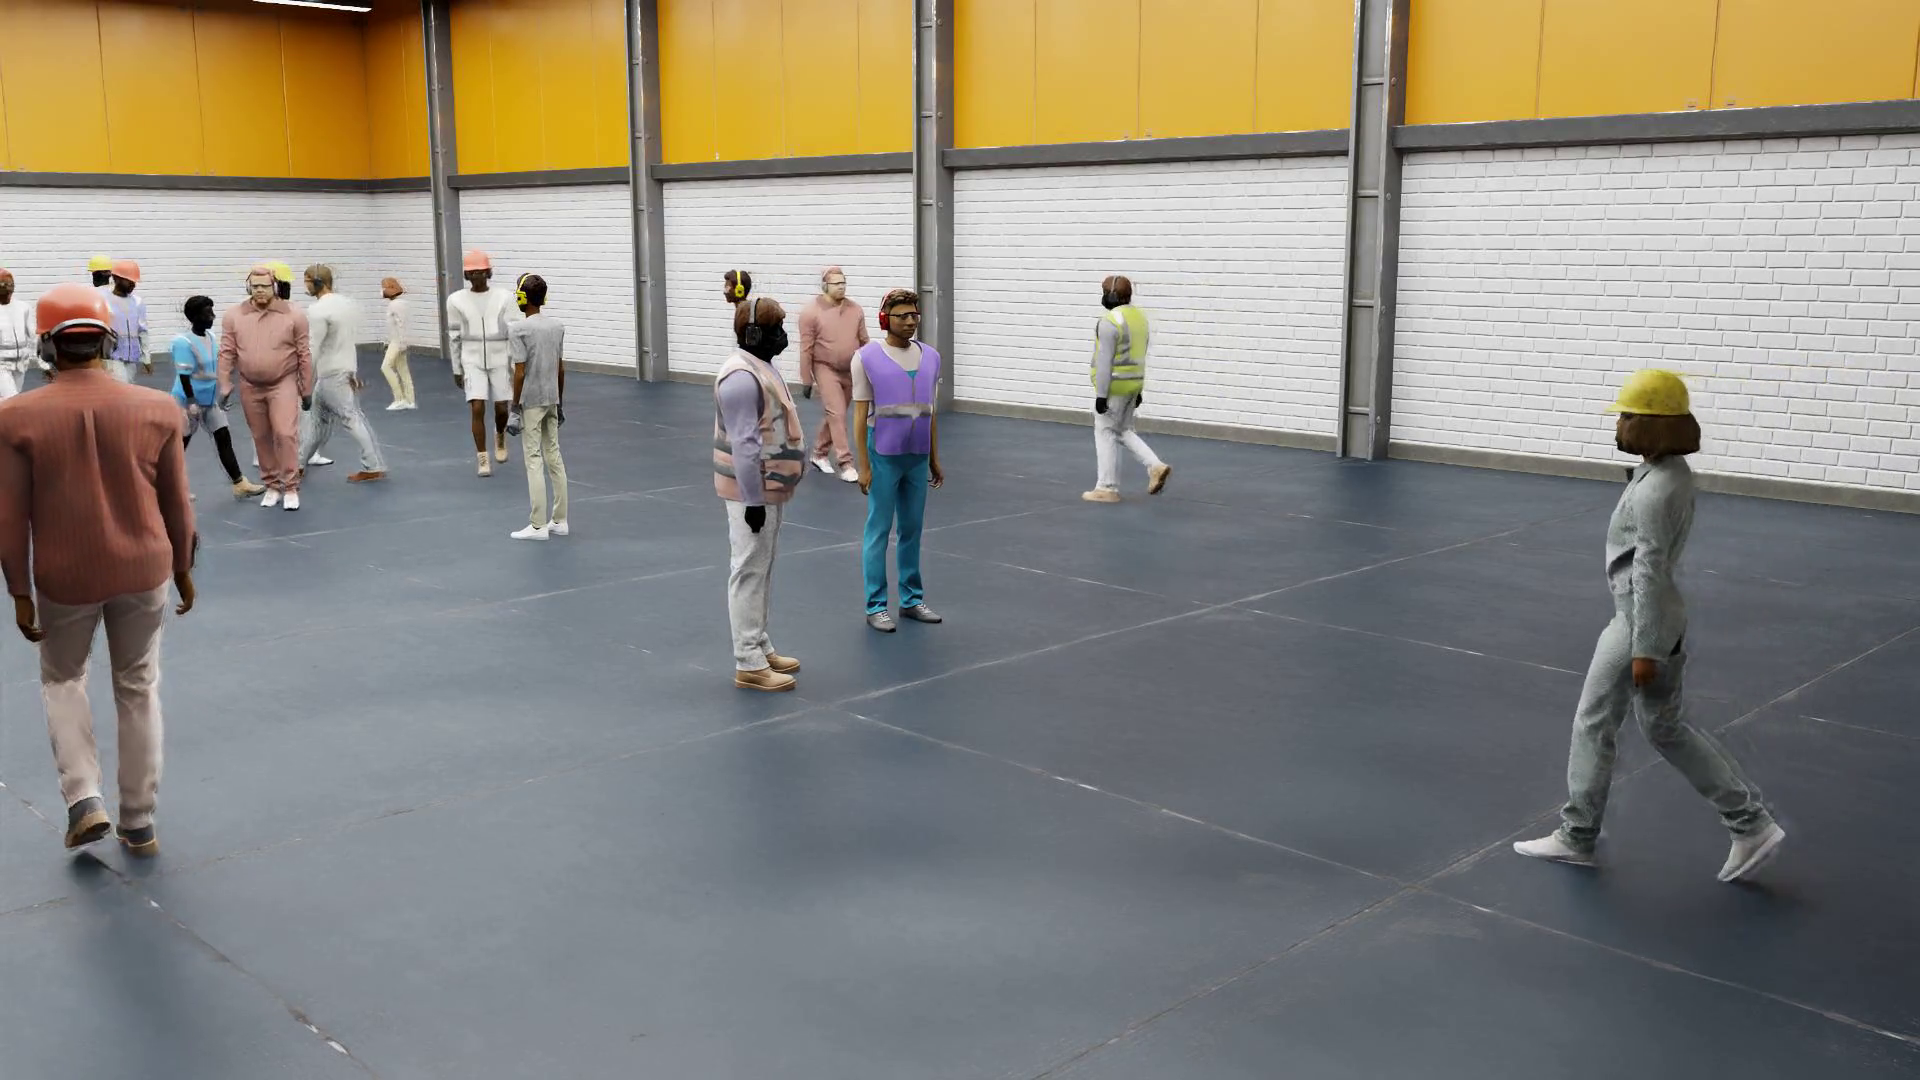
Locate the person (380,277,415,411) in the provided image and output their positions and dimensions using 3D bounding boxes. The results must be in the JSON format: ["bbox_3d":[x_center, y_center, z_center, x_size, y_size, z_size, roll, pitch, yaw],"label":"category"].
[{"bbox_3d":[-6.915,-2.380,20.281,0.500,1.618,0.500,-4,11,-22],"label":"person"}]

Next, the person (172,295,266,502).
[{"bbox_3d":[-6.002,-1.110,13.236,0.857,1.646,0.542,2,11,11],"label":"person"}]

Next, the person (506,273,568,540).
[{"bbox_3d":[-2.983,-0.933,11.700,0.328,1.872,0.513,6,12,28],"label":"person"}]

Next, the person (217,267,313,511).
[{"bbox_3d":[-5.402,-1.157,12.911,0.667,1.881,0.775,-1,10,-7],"label":"person"}]

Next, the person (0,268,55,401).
[{"bbox_3d":[-8.856,-1.596,15.435,0.981,1.842,0.583,4,11,21],"label":"person"}]

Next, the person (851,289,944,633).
[{"bbox_3d":[-0.342,-0.438,9.066,0.565,1.846,0.390,-9,14,-40],"label":"person"}]

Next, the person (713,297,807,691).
[{"bbox_3d":[-0.943,-0.223,7.906,0.430,1.845,0.622,0,10,2],"label":"person"}]

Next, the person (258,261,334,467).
[{"bbox_3d":[-6.118,-1.578,15.148,0.856,1.891,0.616,4,11,19],"label":"person"}]

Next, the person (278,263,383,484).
[{"bbox_3d":[-5.482,-1.408,14.234,1.038,1.882,0.638,-1,10,-3],"label":"person"}]

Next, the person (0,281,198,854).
[{"bbox_3d":[-2.943,0.113,5.715,0.621,1.979,0.424,-7,12,-32],"label":"person"}]

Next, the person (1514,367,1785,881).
[{"bbox_3d":[2.316,0.289,5.471,0.772,1.715,0.487,7,12,32],"label":"person"}]

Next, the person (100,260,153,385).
[{"bbox_3d":[-8.056,-1.749,16.097,0.819,1.884,0.578,5,12,26],"label":"person"}]

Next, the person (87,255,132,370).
[{"bbox_3d":[-8.945,-2.023,17.485,0.369,1.928,0.585,4,11,22],"label":"person"}]

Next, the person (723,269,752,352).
[{"bbox_3d":[-1.682,-1.331,13.925,0.617,1.854,0.528,-1,10,-3],"label":"person"}]

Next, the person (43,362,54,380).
[{"bbox_3d":[-8.918,-1.725,16.692,0.733,1.602,0.542,0,10,3],"label":"person"}]

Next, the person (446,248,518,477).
[{"bbox_3d":[-4.260,-1.600,14.922,0.618,2.023,0.695,-3,11,-16],"label":"person"}]

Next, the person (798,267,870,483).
[{"bbox_3d":[-1.102,-1.464,14.636,0.647,1.866,0.985,-8,13,-39],"label":"person"}]

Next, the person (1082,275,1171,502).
[{"bbox_3d":[1.322,-1.195,13.269,0.598,1.827,0.632,7,12,32],"label":"person"}]
